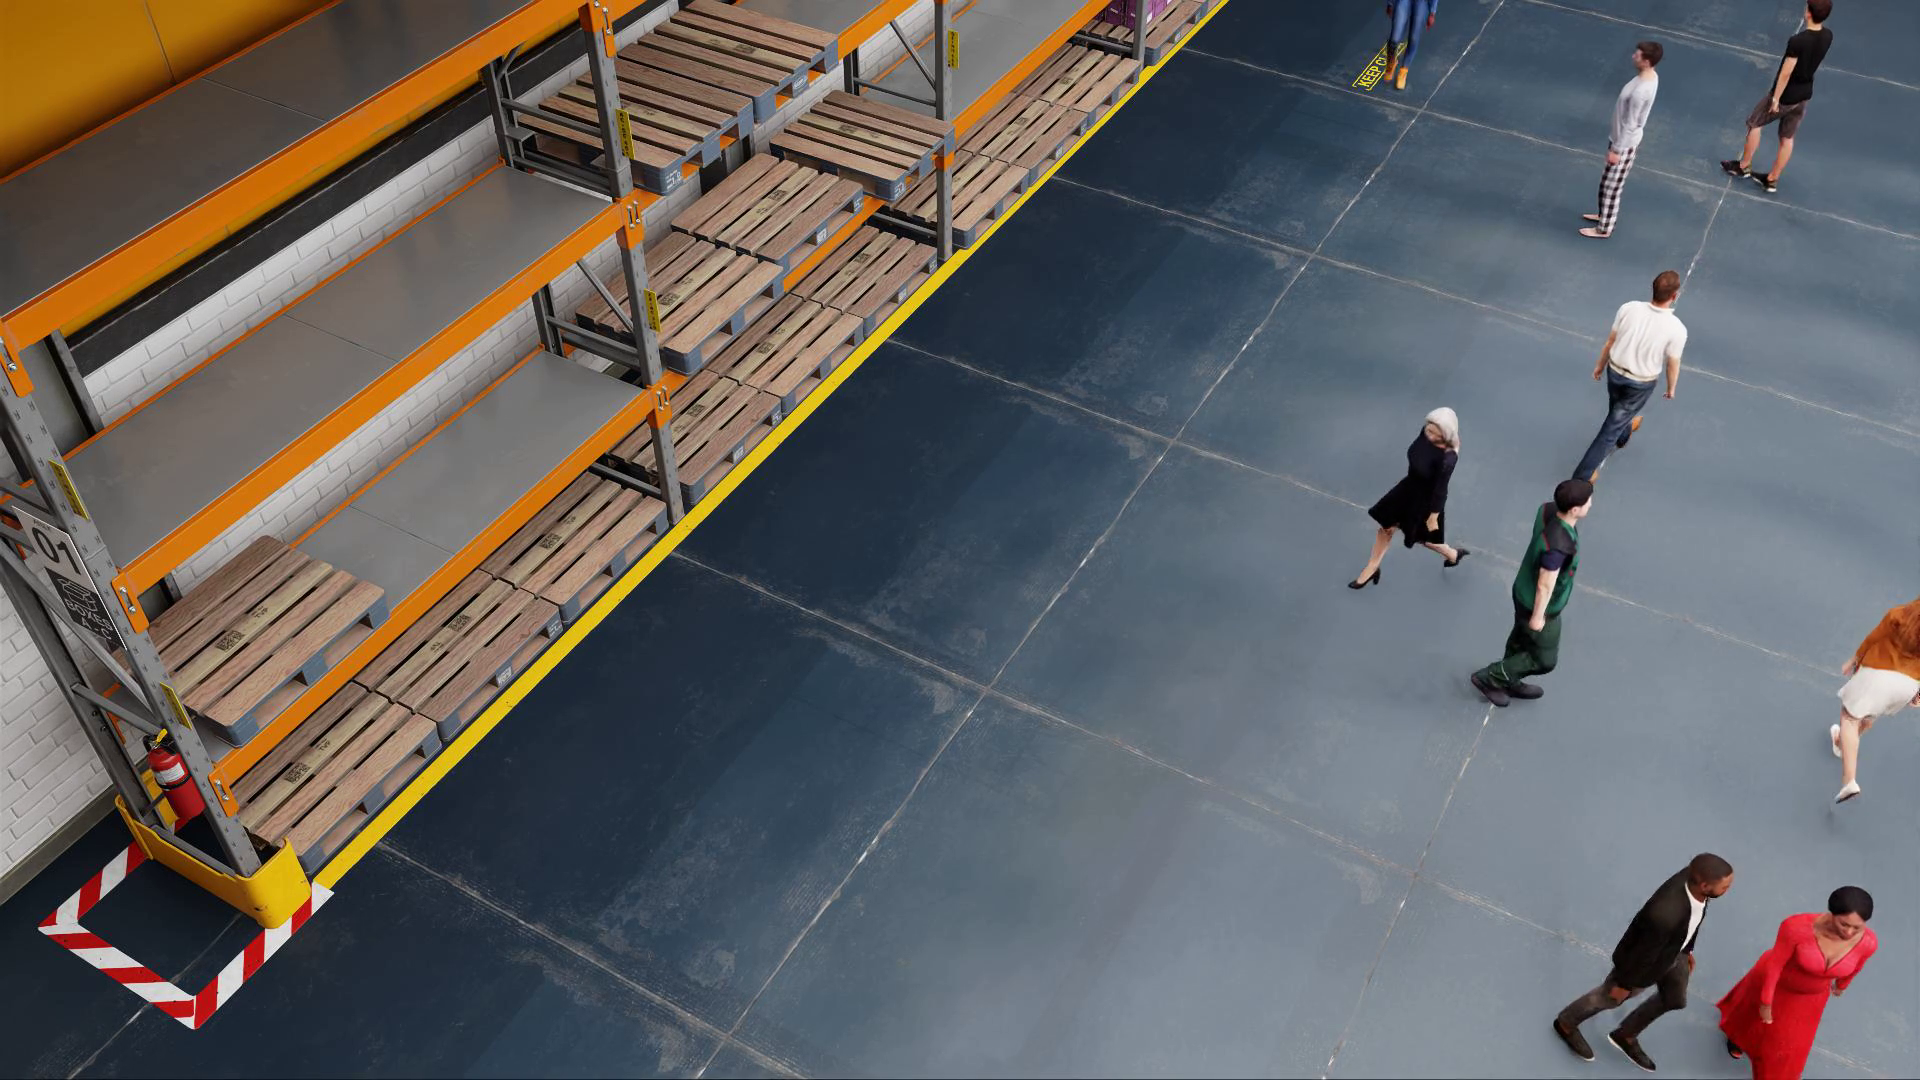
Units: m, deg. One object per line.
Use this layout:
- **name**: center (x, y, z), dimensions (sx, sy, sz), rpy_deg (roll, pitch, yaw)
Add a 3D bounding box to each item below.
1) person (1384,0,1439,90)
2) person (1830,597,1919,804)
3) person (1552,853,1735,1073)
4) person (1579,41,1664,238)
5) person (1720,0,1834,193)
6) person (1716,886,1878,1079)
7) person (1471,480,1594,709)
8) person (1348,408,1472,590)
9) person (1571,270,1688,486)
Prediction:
- **person**: center (4.552, -5.401, 16.747), dimensions (0.714, 1.699, 0.728), rpy_deg (8, 44, 8)
- **person**: center (5.651, 0.913, 10.124), dimensions (0.801, 1.692, 1.085), rpy_deg (9, 44, 10)
- **person**: center (3.597, 2.149, 8.765), dimensions (0.828, 1.776, 0.877), rpy_deg (-26, 50, -25)
- **person**: center (5.875, -3.533, 14.678), dimensions (0.691, 1.847, 0.480), rpy_deg (19, 47, 19)
- **person**: center (7.646, -4.031, 15.203), dimensions (0.909, 1.843, 0.962), rpy_deg (-13, 45, -13)
- **person**: center (4.341, 2.243, 8.683), dimensions (0.803, 1.752, 1.111), rpy_deg (11, 45, 12)
- **person**: center (3.604, 0.357, 10.561), dimensions (0.884, 1.894, 0.797), rpy_deg (8, 44, 8)
- **person**: center (3.220, -0.251, 11.338), dimensions (1.156, 1.700, 1.122), rpy_deg (-5, 44, -5)
- **person**: center (4.839, -1.111, 12.161), dimensions (1.281, 1.811, 0.950), rpy_deg (-32, 52, -29)
